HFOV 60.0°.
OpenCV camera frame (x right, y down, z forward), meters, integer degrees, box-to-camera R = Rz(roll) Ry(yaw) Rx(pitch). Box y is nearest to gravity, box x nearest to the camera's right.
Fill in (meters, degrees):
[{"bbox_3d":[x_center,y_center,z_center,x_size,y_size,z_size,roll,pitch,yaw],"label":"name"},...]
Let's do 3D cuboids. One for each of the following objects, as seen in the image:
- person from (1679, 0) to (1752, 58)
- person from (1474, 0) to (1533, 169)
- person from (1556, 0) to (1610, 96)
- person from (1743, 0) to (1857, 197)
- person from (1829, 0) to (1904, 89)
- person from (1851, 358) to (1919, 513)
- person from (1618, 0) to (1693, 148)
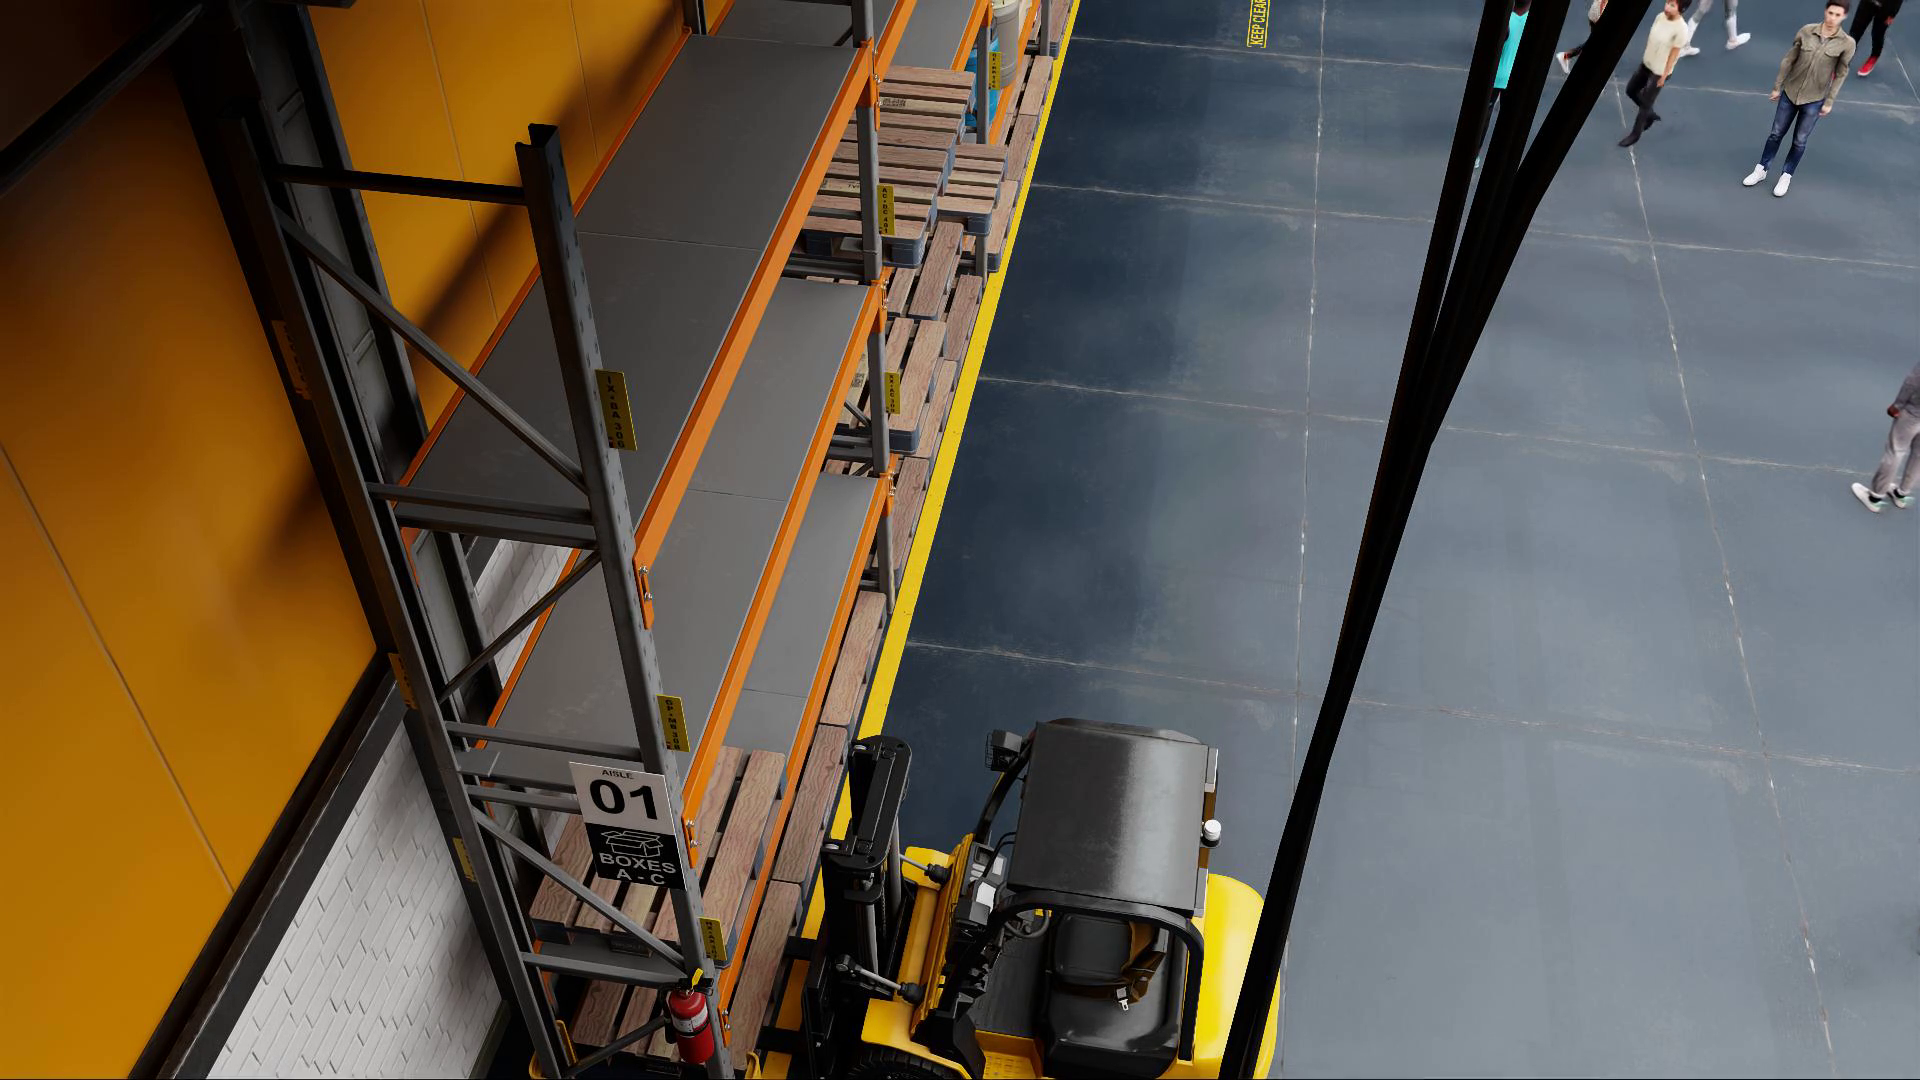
[{"bbox_3d":[7.736,-5.727,17.013,0.983,1.669,1.035,-17,46,-17],"label":"person"},{"bbox_3d":[5.038,-4.301,15.413,0.652,1.810,0.564,1,44,1],"label":"person"},{"bbox_3d":[6.298,-5.216,16.508,0.812,1.627,0.831,24,49,23],"label":"person"},{"bbox_3d":[7.678,-4.047,15.106,0.794,1.866,0.781,30,51,28],"label":"person"},{"bbox_3d":[9.250,-5.363,16.653,1.123,1.639,1.043,-27,50,-25],"label":"person"},{"bbox_3d":[6.925,-0.969,11.898,0.740,1.835,0.702,-11,45,-11],"label":"person"},{"bbox_3d":[6.642,-4.474,15.762,0.790,1.579,0.727,-11,45,-11],"label":"person"}]
